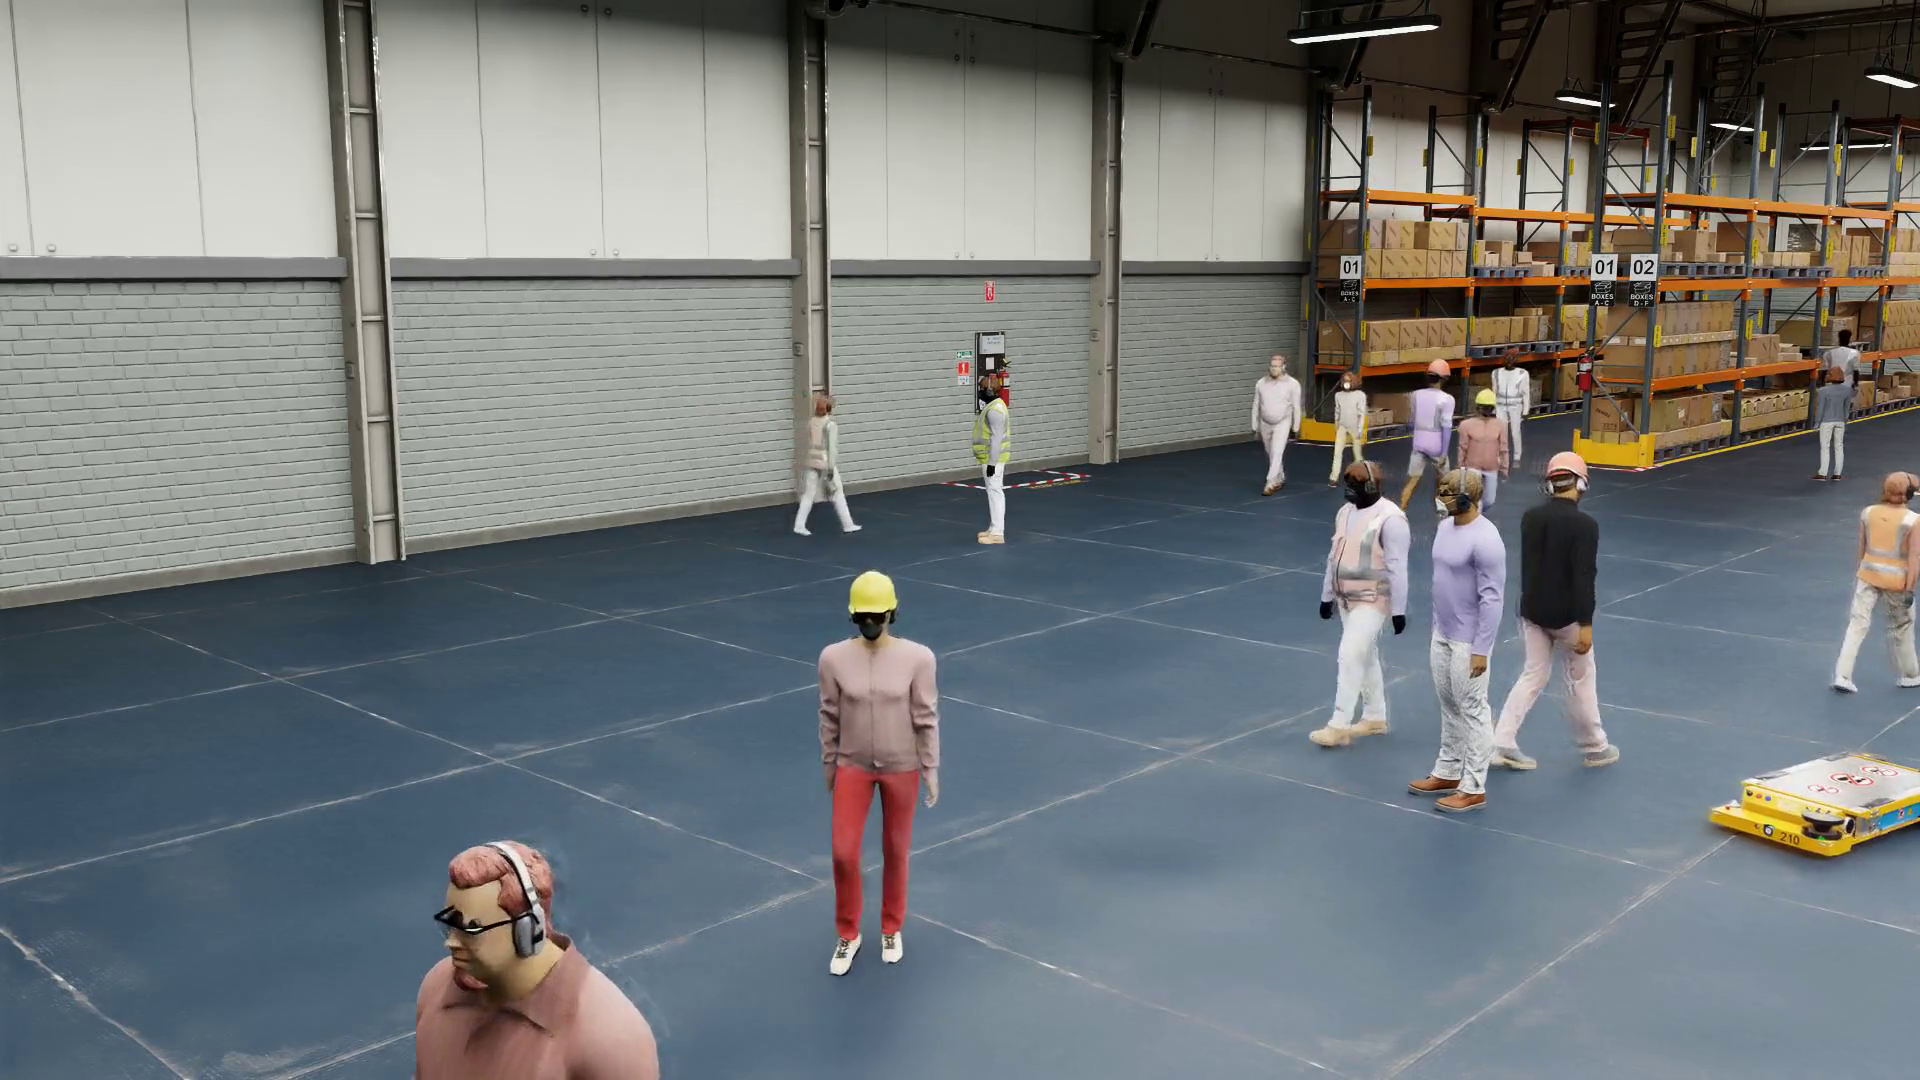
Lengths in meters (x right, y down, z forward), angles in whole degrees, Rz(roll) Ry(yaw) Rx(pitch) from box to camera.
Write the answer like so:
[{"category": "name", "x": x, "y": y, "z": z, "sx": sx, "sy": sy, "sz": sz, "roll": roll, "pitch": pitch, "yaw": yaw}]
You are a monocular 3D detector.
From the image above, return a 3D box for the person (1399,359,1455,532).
[{"category": "person", "x": 5.359, "y": -1.067, "z": 19.040, "sx": 1.062, "sy": 2.001, "sz": 0.630, "roll": -8, "pitch": 12, "yaw": -40}]

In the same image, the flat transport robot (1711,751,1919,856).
[{"category": "flat transport robot", "x": 4.832, "y": 1.417, "z": 9.096, "sx": 1.431, "sy": 0.197, "sz": 0.652, "roll": -6, "pitch": 11, "yaw": -33}]

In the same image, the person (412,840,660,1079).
[{"category": "person", "x": -0.922, "y": 1.525, "z": 3.620, "sx": 0.662, "sy": 1.865, "sz": 0.989, "roll": 7, "pitch": 11, "yaw": 35}]

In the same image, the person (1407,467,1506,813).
[{"category": "person", "x": 2.805, "y": 0.552, "z": 9.307, "sx": 0.377, "sy": 1.937, "sz": 0.629, "roll": -1, "pitch": 9, "yaw": -9}]

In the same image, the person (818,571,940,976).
[{"category": "person", "x": -0.350, "y": 1.003, "z": 7.133, "sx": 0.534, "sy": 1.751, "sz": 0.570, "roll": 0, "pitch": 9, "yaw": 1}]

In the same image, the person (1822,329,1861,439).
[{"category": "person", "x": 15.621, "y": -2.767, "z": 29.492, "sx": 0.624, "sy": 1.946, "sz": 0.481, "roll": 8, "pitch": 12, "yaw": 40}]

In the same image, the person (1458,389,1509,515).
[{"category": "person", "x": 5.647, "y": -0.788, "z": 18.053, "sx": 0.525, "sy": 1.743, "sz": 0.741, "roll": 0, "pitch": 9, "yaw": -1}]

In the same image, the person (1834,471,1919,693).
[{"category": "person", "x": 6.590, "y": 0.305, "z": 11.850, "sx": 0.868, "sy": 1.595, "sz": 0.529, "roll": -5, "pitch": 10, "yaw": -27}]

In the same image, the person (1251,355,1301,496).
[{"category": "person", "x": 4.247, "y": -1.556, "z": 22.361, "sx": 0.650, "sy": 1.865, "sz": 0.979, "roll": 6, "pitch": 11, "yaw": 33}]

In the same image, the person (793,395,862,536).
[{"category": "person", "x": -1.537, "y": -0.840, "z": 18.835, "sx": 0.851, "sy": 1.597, "sz": 0.521, "roll": -8, "pitch": 13, "yaw": -42}]

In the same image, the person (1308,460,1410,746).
[{"category": "person", "x": 2.460, "y": 0.402, "z": 10.599, "sx": 0.803, "sy": 1.809, "sz": 0.649, "roll": -3, "pitch": 10, "yaw": -19}]

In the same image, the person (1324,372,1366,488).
[{"category": "person", "x": 5.306, "y": -1.493, "z": 22.802, "sx": 0.515, "sy": 1.597, "sz": 0.825, "roll": 7, "pitch": 12, "yaw": 38}]

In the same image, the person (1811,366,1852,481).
[{"category": "person", "x": 12.404, "y": -1.653, "z": 23.668, "sx": 0.497, "sy": 1.633, "sz": 0.285, "roll": -1, "pitch": 9, "yaw": -6}]

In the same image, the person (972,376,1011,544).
[{"category": "person", "x": 0.342, "y": -0.880, "z": 18.325, "sx": 0.429, "sy": 1.843, "sz": 0.627, "roll": 0, "pitch": 9, "yaw": 3}]

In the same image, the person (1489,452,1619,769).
[{"category": "person", "x": 3.597, "y": 0.441, "z": 10.033, "sx": 0.920, "sy": 1.935, "sz": 0.668, "roll": -4, "pitch": 10, "yaw": -23}]

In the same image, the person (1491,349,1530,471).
[{"category": "person", "x": 8.241, "y": -1.950, "z": 24.911, "sx": 0.597, "sy": 1.834, "sz": 1.007, "roll": 6, "pitch": 11, "yaw": 32}]
